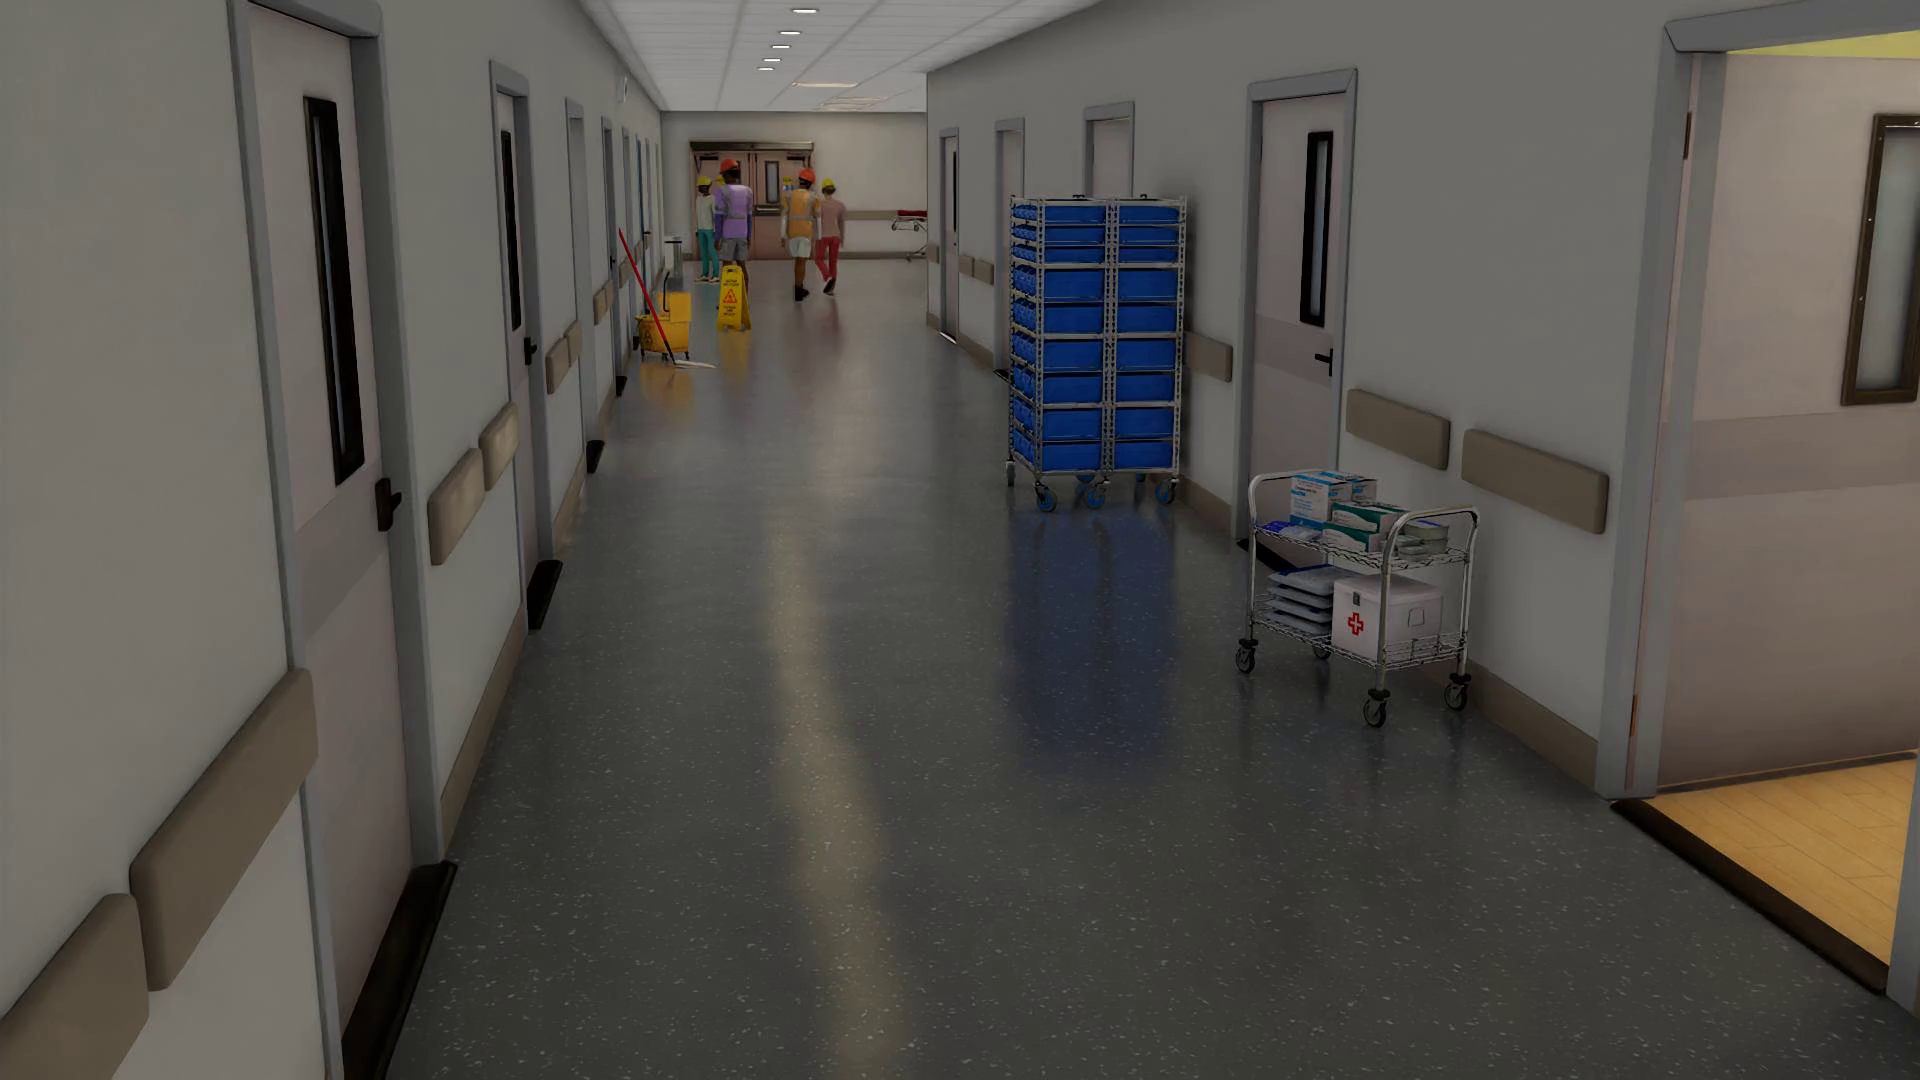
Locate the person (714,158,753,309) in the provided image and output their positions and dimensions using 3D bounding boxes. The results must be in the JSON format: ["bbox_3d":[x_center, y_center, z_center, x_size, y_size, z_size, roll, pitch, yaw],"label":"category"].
[{"bbox_3d":[-3.092,-4.146,22.601,0.610,2.030,0.409,-12,18,-43],"label":"person"}]

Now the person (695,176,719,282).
[{"bbox_3d":[-4.260,-5.208,27.894,0.535,1.767,0.316,11,17,40],"label":"person"}]

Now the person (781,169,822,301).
[{"bbox_3d":[-2.292,-4.442,24.212,0.562,1.880,0.887,3,13,12],"label":"person"}]

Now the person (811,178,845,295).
[{"bbox_3d":[-1.966,-4.536,24.914,0.540,1.754,0.462,-6,14,-23],"label":"person"}]
